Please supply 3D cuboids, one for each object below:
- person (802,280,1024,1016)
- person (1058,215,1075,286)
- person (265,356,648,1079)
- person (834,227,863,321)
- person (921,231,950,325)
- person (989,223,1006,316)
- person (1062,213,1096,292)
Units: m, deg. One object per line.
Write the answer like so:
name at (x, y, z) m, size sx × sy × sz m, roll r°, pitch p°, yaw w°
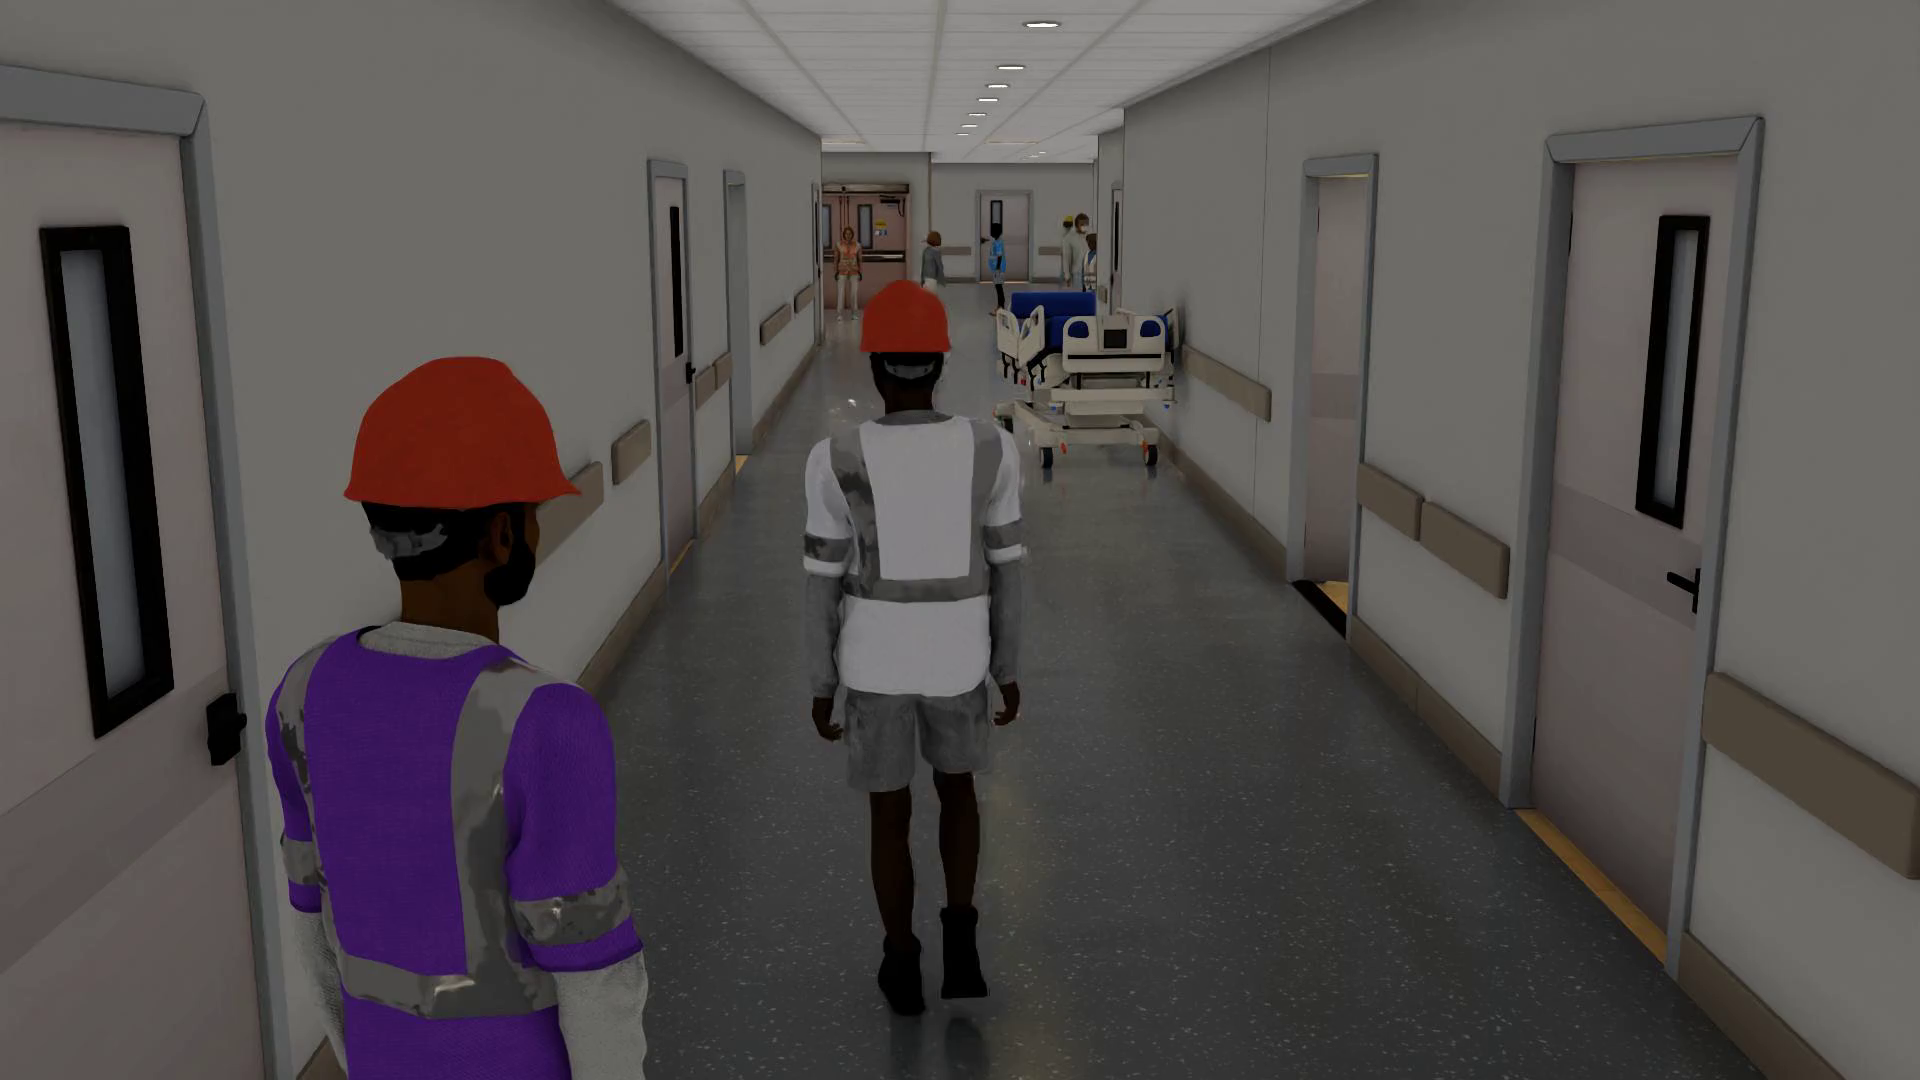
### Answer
person at (-0.120, 0.309, 4.267) m, size 0.564 × 1.927 × 0.421 m, roll -2°, pitch 12°, yaw -12°
person at (2.678, -7.042, 40.592) m, size 0.622 × 1.723 × 0.499 m, roll 2°, pitch 12°, yaw 7°
person at (-0.613, 0.730, 2.194) m, size 0.542 × 1.937 × 0.360 m, roll 6°, pitch 13°, yaw 28°
person at (-1.970, -4.688, 29.320) m, size 0.514 × 1.640 × 0.311 m, roll -2°, pitch 12°, yaw -12°
person at (-0.520, -4.371, 27.869) m, size 0.796 × 1.600 × 0.509 m, roll -6°, pitch 13°, yaw -28°
person at (0.686, -4.967, 30.536) m, size 0.317 × 1.696 × 0.540 m, roll 0°, pitch 12°, yaw -1°
person at (1.895, -4.174, 26.156) m, size 0.670 × 1.913 × 0.608 m, roll -4°, pitch 12°, yaw -17°
